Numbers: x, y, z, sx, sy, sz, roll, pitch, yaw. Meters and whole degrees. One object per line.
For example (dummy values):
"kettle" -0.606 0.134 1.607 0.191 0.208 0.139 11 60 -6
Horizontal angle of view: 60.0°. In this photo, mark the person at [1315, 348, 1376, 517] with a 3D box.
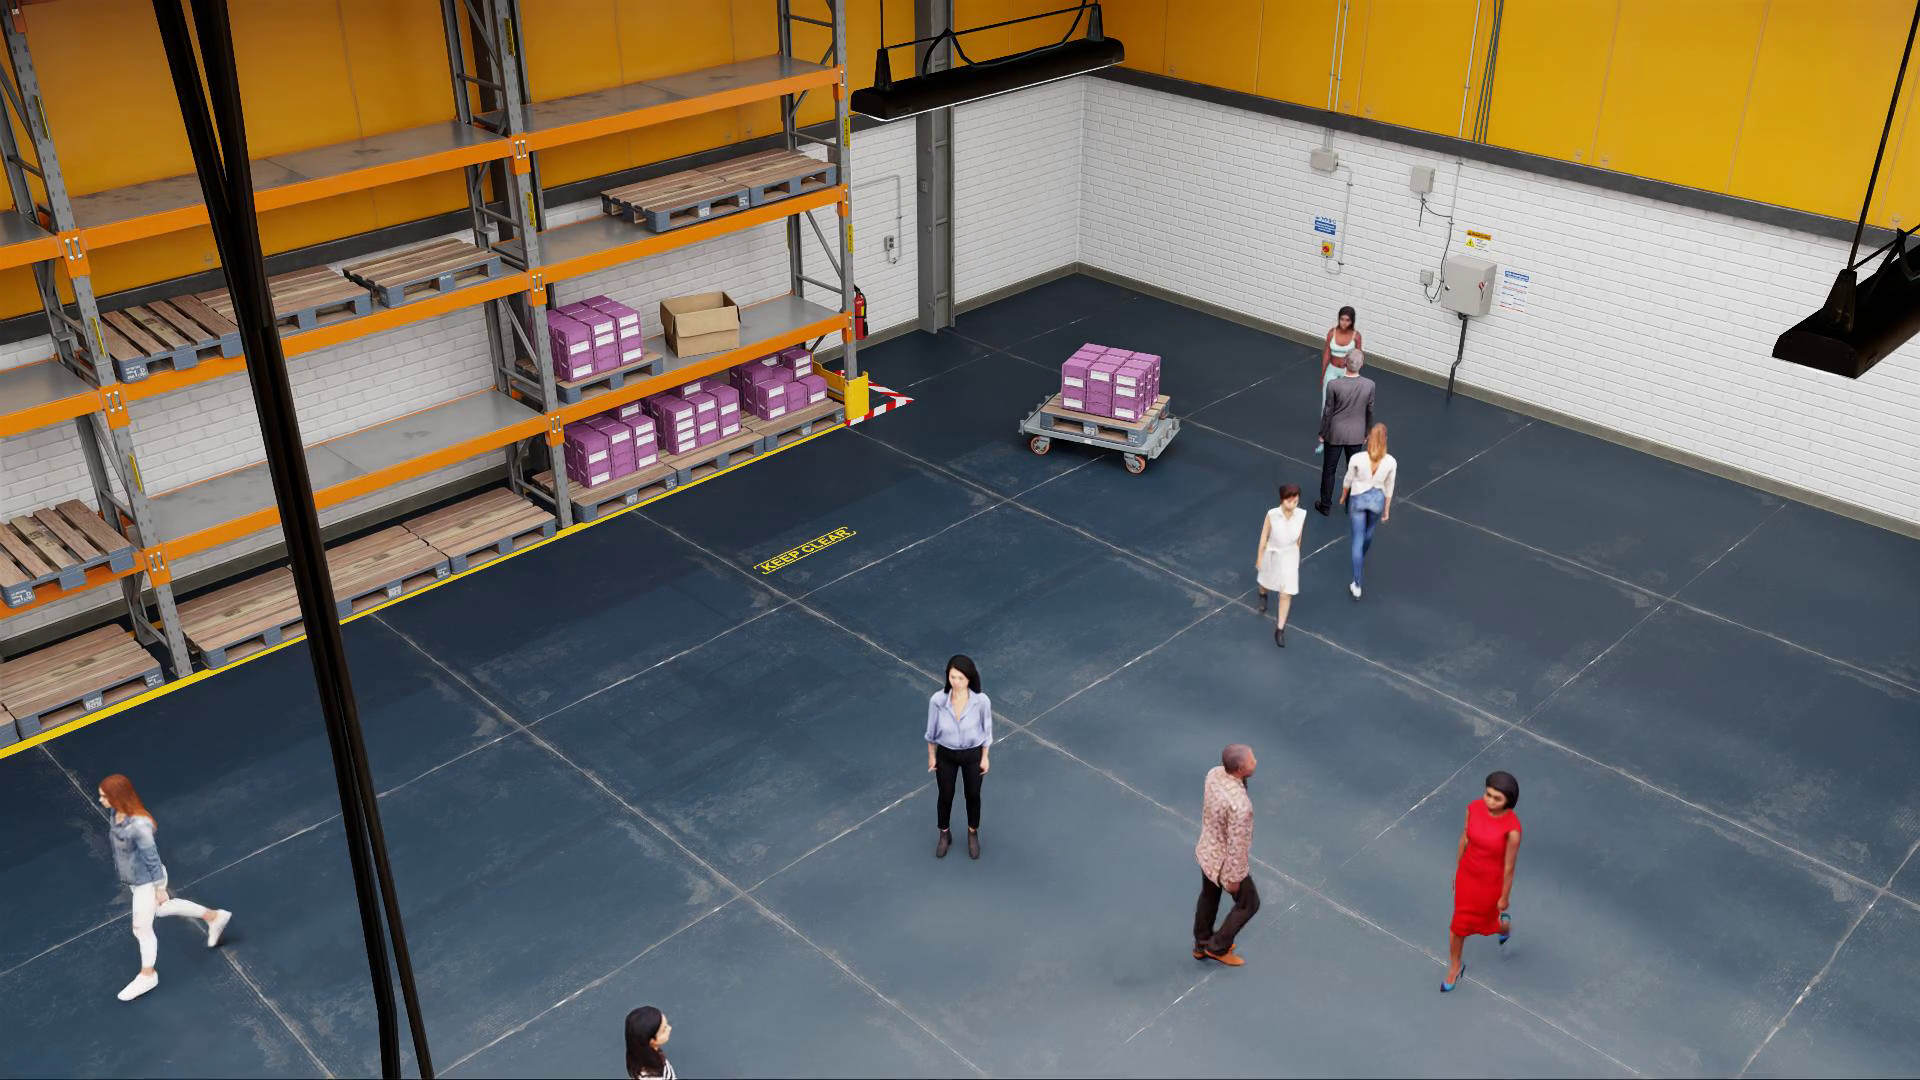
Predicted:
"person" 3.987 -1.122 17.229 0.787 1.841 0.862 -1 29 -2

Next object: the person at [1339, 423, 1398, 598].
"person" 3.868 -0.264 15.833 1.084 1.672 1.163 1 29 2

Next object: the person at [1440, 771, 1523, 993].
"person" 3.560 2.258 11.153 0.934 1.726 0.598 -23 36 -35

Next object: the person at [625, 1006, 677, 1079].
"person" -1.676 3.281 9.204 0.581 1.797 0.630 -14 31 -24

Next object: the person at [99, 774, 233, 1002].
"person" -5.411 2.249 11.223 0.635 1.674 1.084 24 37 37

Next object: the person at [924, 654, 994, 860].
"person" 0.003 1.608 12.325 0.733 1.743 0.777 2 29 3

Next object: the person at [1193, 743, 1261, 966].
"person" 1.712 2.159 11.263 0.827 1.794 0.825 -7 29 -13

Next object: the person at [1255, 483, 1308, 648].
"person" 2.910 0.145 15.255 1.029 1.508 1.073 0 29 0

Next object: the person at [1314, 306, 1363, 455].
"person" 4.283 -1.845 18.695 0.789 1.705 0.929 10 30 18
